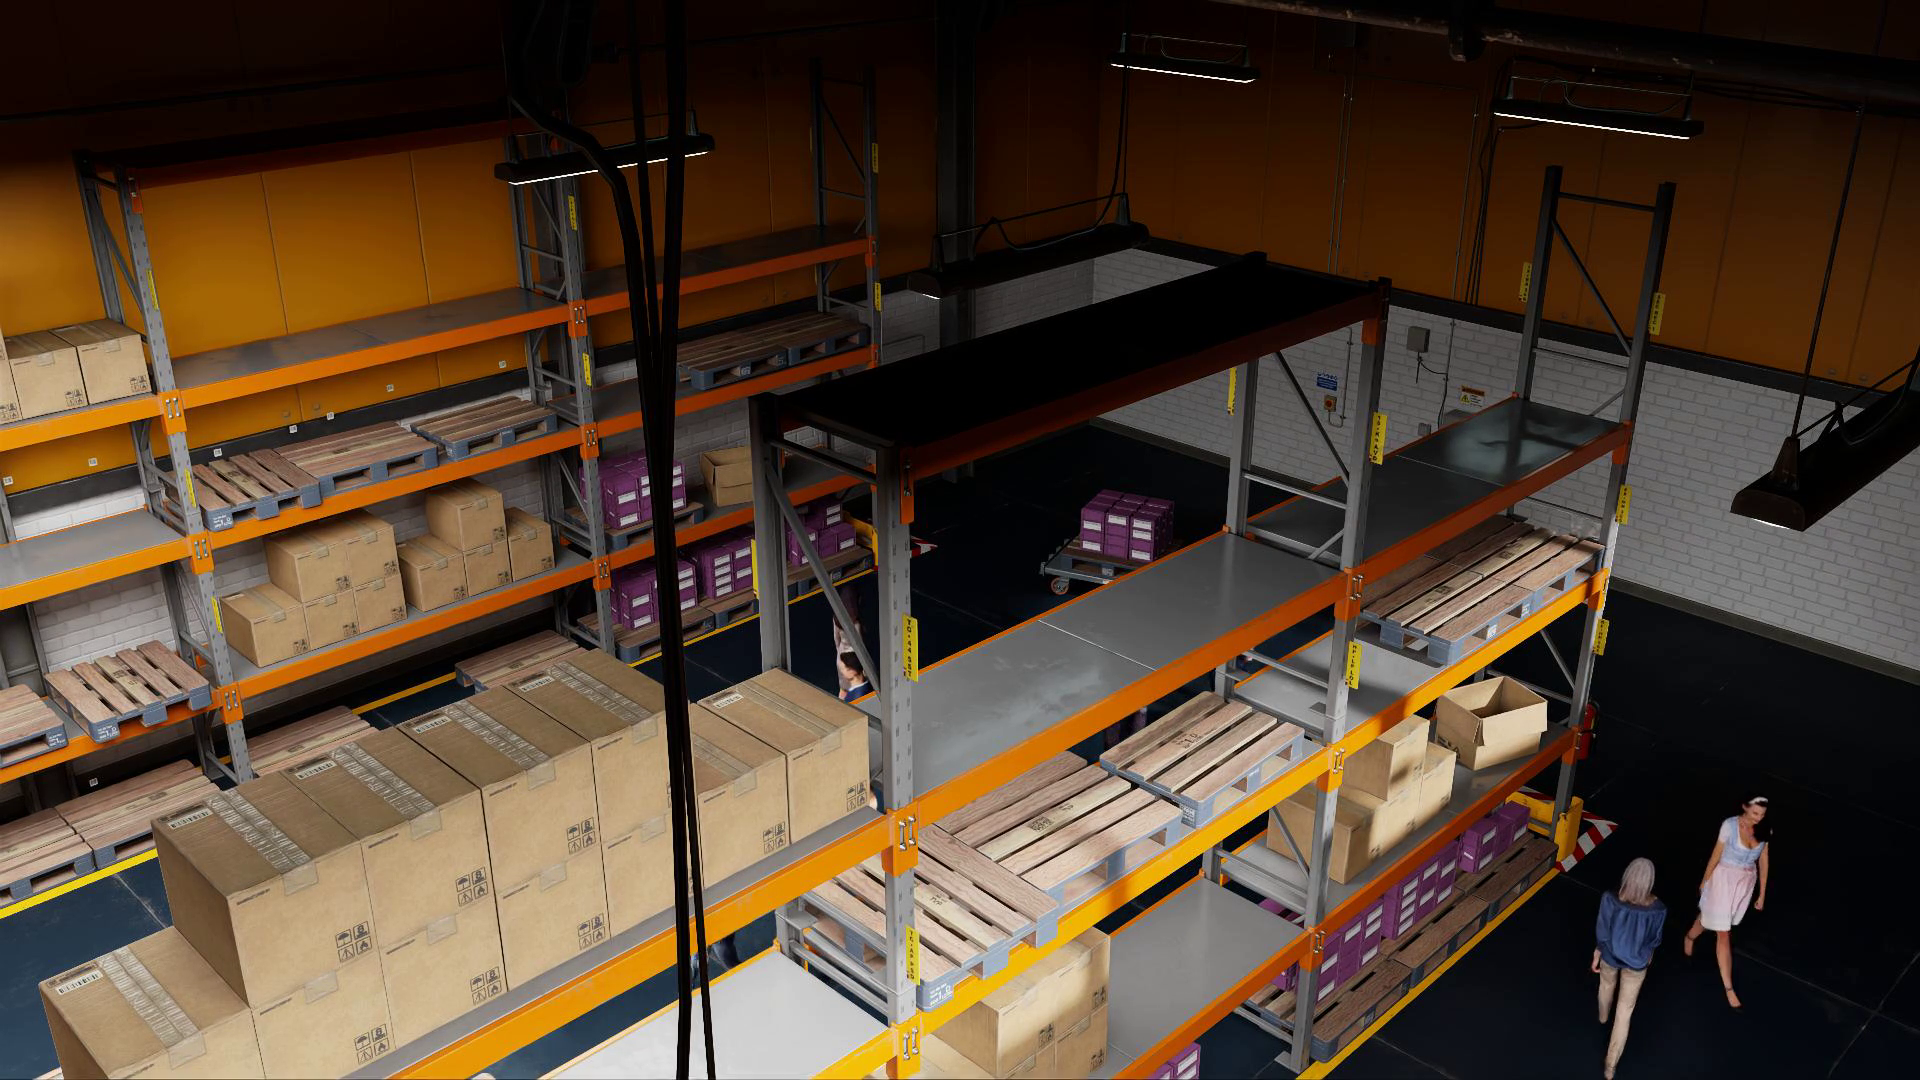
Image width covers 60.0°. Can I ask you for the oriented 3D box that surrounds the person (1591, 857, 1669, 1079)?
[{"bbox_3d":[4.836,3.142,12.138,0.925,1.640,1.236,9,25,20],"label":"person"}]

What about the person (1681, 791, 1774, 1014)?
[{"bbox_3d":[5.979,2.692,13.028,1.192,1.753,1.200,-1,24,-2],"label":"person"}]

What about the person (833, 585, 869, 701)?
[{"bbox_3d":[-1.069,1.240,16.356,0.523,1.747,0.601,-19,30,-36],"label":"person"}]

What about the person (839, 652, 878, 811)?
[{"bbox_3d":[-0.885,1.818,14.915,0.754,1.841,0.713,-2,24,-5],"label":"person"}]
